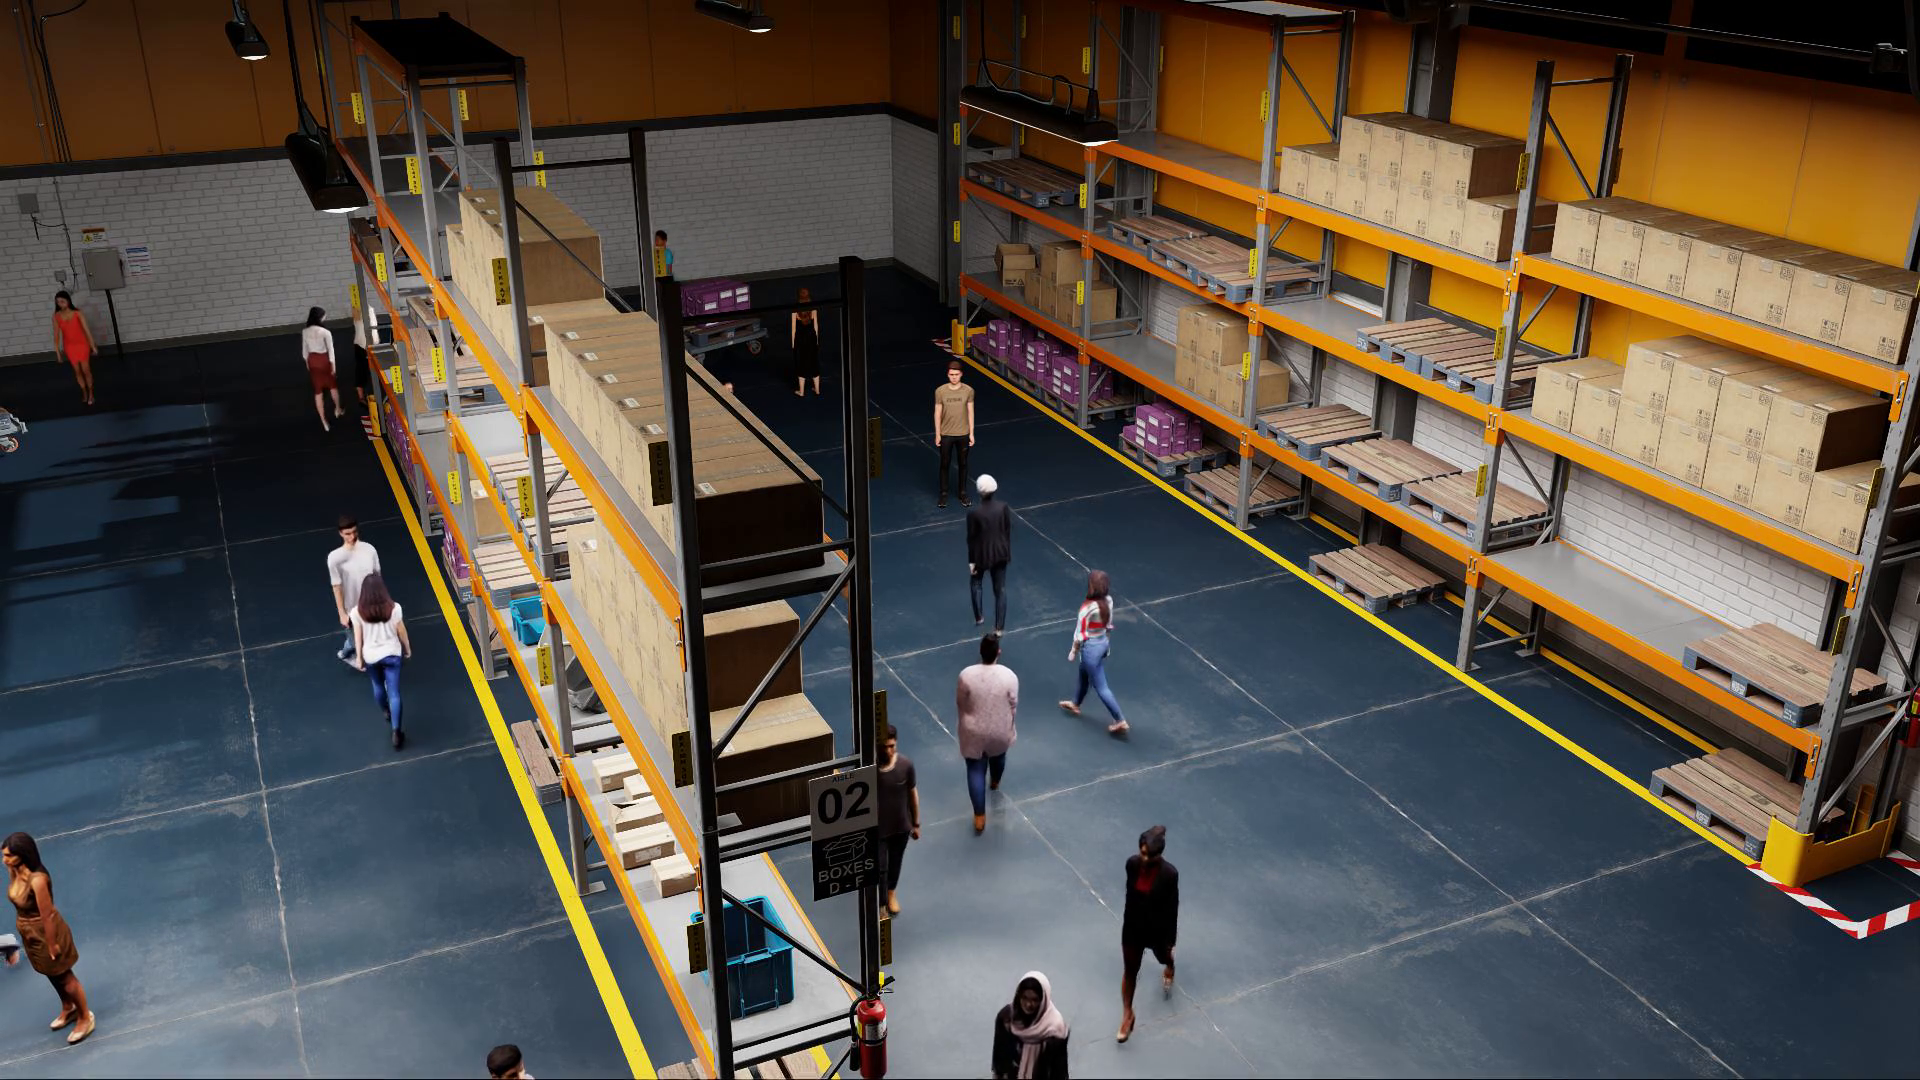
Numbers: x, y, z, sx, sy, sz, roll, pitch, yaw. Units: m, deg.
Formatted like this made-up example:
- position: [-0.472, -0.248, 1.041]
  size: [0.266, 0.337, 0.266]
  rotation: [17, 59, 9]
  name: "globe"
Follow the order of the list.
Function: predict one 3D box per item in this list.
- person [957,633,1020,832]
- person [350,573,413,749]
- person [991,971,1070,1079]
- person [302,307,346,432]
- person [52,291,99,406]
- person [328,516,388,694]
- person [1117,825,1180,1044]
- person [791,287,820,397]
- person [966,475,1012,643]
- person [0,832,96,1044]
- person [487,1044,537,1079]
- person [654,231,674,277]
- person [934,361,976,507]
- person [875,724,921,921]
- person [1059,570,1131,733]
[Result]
- position: [0.208, 1.641, 14.040]
  size: [0.986, 1.688, 1.229]
  rotation: [0, 24, 0]
  name: "person"
- position: [-5.279, 1.144, 15.219]
  size: [0.762, 1.655, 1.037]
  rotation: [-5, 24, -12]
  name: "person"
- position: [0.456, 3.316, 10.322]
  size: [1.115, 1.597, 1.153]
  rotation: [9, 25, 20]
  name: "person"
- position: [-8.905, -2.334, 23.102]
  size: [0.882, 1.712, 1.067]
  rotation: [0, 24, -1]
  name: "person"
- position: [-12.854, -2.816, 24.223]
  size: [0.719, 1.697, 0.748]
  rotation: [-6, 24, -13]
  name: "person"
- position: [-5.896, 0.596, 16.226]
  size: [0.828, 1.851, 1.085]
  rotation: [-22, 32, -40]
  name: "person"
- position: [1.353, 2.708, 11.704]
  size: [1.028, 1.603, 1.043]
  rotation: [10, 25, 21]
  name: "person"
- position: [-2.281, -2.934, 24.586]
  size: [0.554, 1.623, 0.555]
  rotation: [-10, 25, -21]
  name: "person"
- position: [0.361, 0.198, 16.421]
  size: [0.822, 1.765, 0.817]
  rotation: [-4, 24, -10]
  name: "person"
- position: [-6.346, 2.742, 11.528]
  size: [0.595, 1.683, 0.698]
  rotation: [16, 28, 32]
  name: "person"
- position: [-2.601, 3.579, 9.575]
  size: [0.848, 1.712, 0.787]
  rotation: [13, 27, 28]
  name: "person"
- position: [-4.770, -4.199, 27.341]
  size: [1.159, 1.735, 0.954]
  rotation: [22, 32, 40]
  name: "person"
- position: [-0.068, -1.330, 20.632]
  size: [0.725, 1.852, 0.677]
  rotation: [-3, 24, -6]
  name: "person"
- position: [-0.584, 2.133, 12.898]
  size: [0.706, 1.700, 0.824]
  rotation: [-7, 24, -15]
  name: "person"
- position: [1.320, 1.066, 15.494]
  size: [1.155, 1.576, 0.907]
  rotation: [18, 29, 35]
  name: "person"
